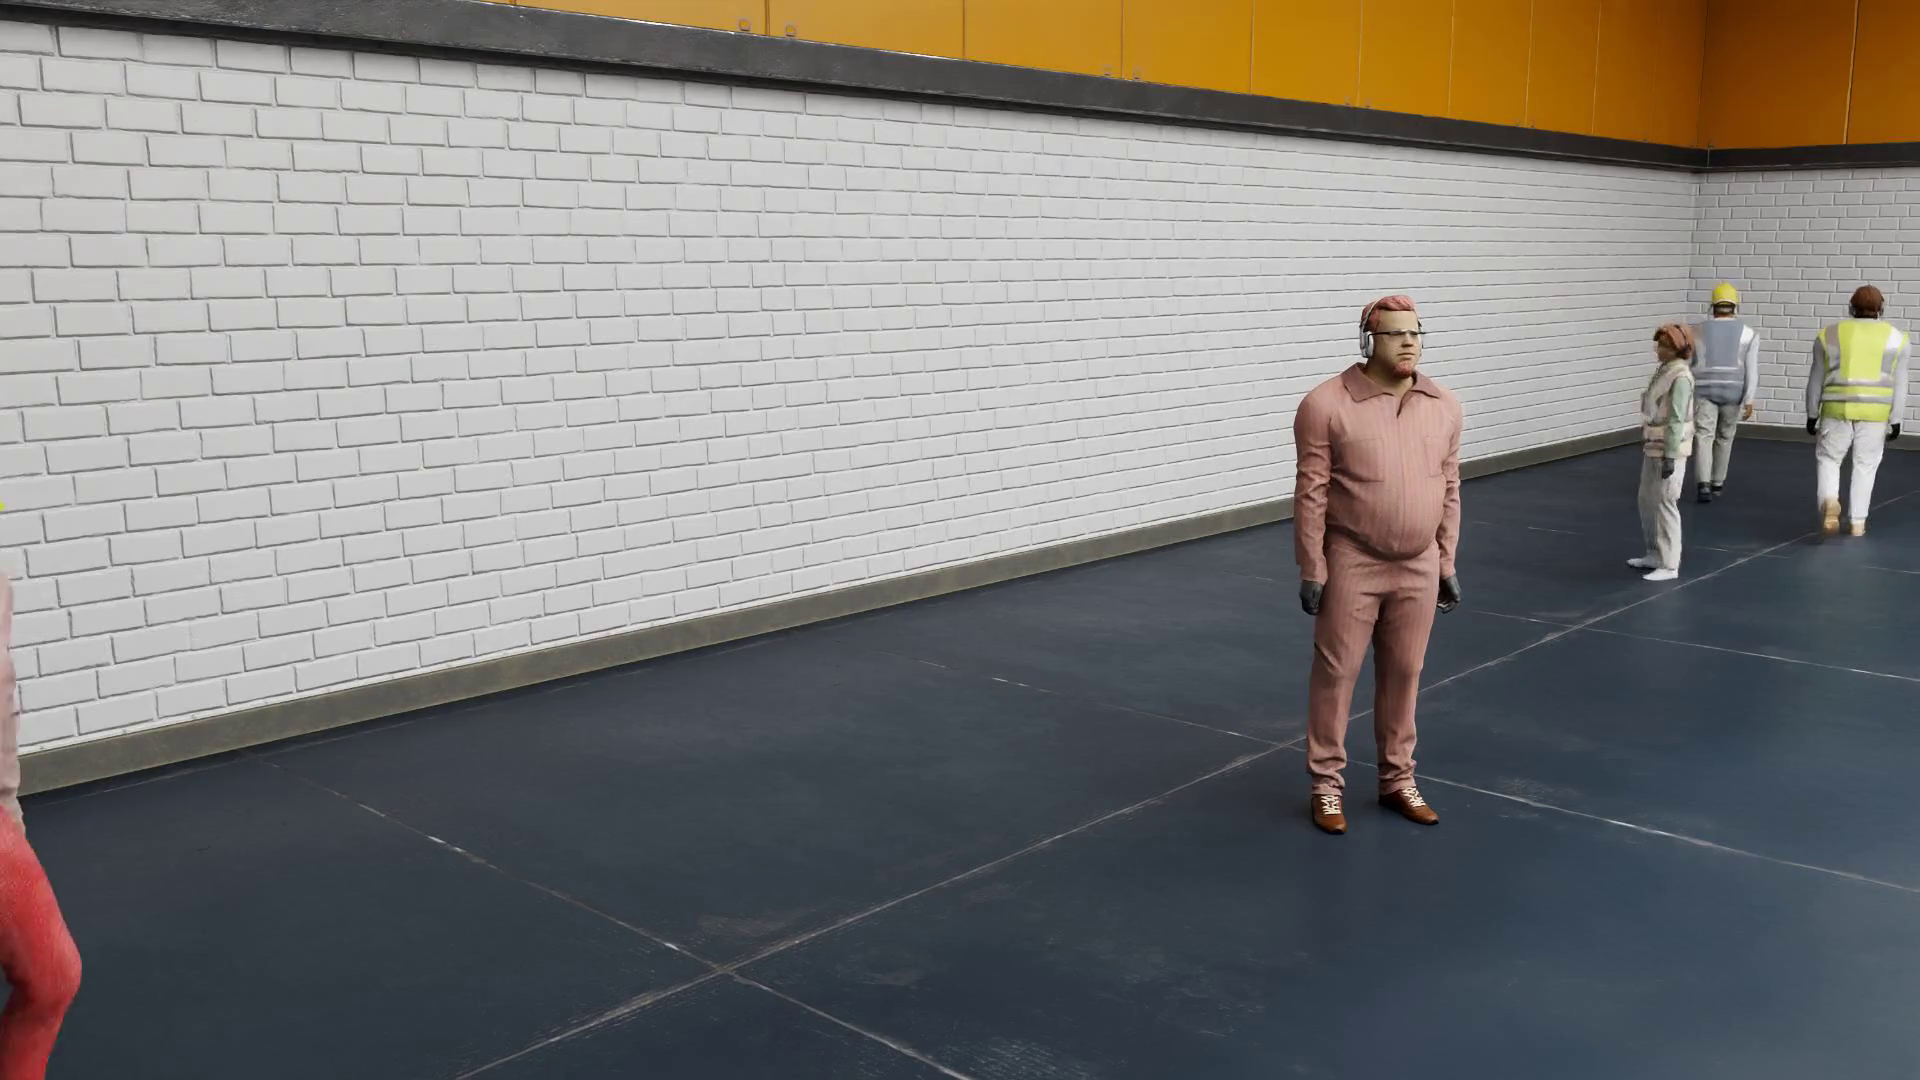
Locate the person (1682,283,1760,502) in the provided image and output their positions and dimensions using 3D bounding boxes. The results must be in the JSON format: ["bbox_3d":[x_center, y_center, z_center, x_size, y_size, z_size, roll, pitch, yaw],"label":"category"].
[{"bbox_3d":[6.233,-1.212,13.700,0.593,1.793,0.922,4,11,21],"label":"person"}]

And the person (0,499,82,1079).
[{"bbox_3d":[-2.058,0.623,3.379,0.556,1.738,0.596,2,10,10],"label":"person"}]

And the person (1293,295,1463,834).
[{"bbox_3d":[1.505,0.089,5.942,0.641,1.913,0.407,-2,10,-14],"label":"person"}]

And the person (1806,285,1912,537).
[{"bbox_3d":[6.371,-0.898,11.834,0.645,1.823,0.768,5,11,27],"label":"person"}]

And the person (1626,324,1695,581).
[{"bbox_3d":[4.382,-0.536,10.369,0.316,1.608,0.597,1,10,6],"label":"person"}]
